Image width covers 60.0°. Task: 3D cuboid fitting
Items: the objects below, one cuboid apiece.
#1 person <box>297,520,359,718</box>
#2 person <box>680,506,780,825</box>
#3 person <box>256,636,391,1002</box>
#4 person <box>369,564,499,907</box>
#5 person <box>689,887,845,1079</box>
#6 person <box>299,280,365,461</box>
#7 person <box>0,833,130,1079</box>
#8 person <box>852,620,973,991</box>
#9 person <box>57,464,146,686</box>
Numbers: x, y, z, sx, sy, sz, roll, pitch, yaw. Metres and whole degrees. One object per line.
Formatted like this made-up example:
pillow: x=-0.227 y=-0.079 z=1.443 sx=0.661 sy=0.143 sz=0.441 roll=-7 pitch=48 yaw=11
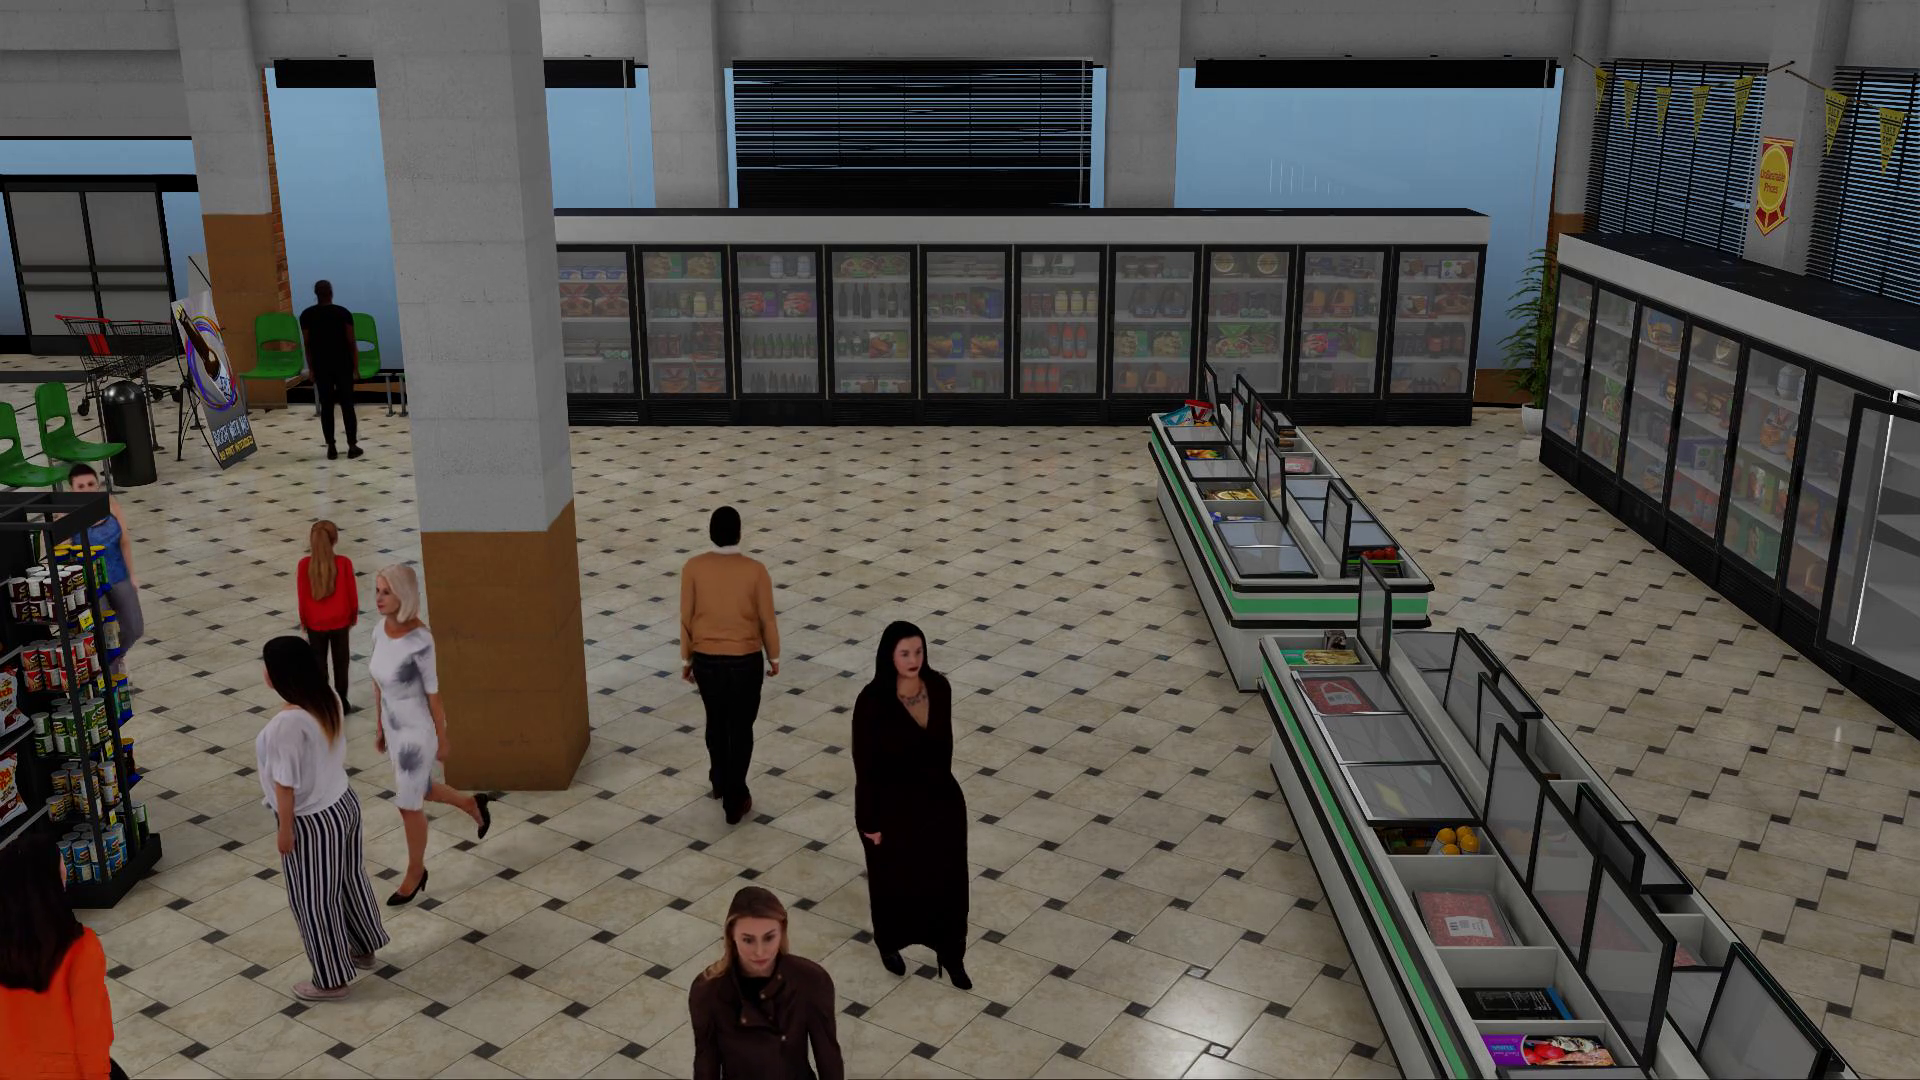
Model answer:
person: x=-3.944 y=0.520 z=10.391 sx=0.575 sy=1.273 sz=0.632 roll=-6 pitch=18 yaw=-18
person: x=-1.277 y=0.702 z=8.996 sx=0.721 sy=1.736 sz=0.809 roll=2 pitch=17 yaw=6
person: x=-2.865 y=1.218 z=7.401 sx=0.748 sy=1.674 sz=0.606 roll=1 pitch=17 yaw=5
person: x=-2.661 y=0.927 z=8.267 sx=0.928 sy=1.728 sz=1.040 roll=13 pitch=21 yaw=36
person: x=-0.607 y=1.853 z=5.359 sx=0.757 sy=1.646 sz=1.176 roll=-3 pitch=17 yaw=-10
person: x=-6.362 y=-1.729 z=16.859 sx=0.707 sy=1.819 sz=0.611 roll=-3 pitch=17 yaw=-11
person: x=-2.984 y=1.810 z=5.373 sx=0.721 sy=1.721 sz=1.041 roll=2 pitch=17 yaw=7
person: x=-0.288 y=1.161 z=7.478 sx=0.900 sy=1.739 sz=0.980 roll=-10 pitch=20 yaw=-30
person: x=-5.486 y=0.280 z=10.623 sx=0.775 sy=1.598 sz=0.837 roll=-15 pitch=23 yaw=-41
